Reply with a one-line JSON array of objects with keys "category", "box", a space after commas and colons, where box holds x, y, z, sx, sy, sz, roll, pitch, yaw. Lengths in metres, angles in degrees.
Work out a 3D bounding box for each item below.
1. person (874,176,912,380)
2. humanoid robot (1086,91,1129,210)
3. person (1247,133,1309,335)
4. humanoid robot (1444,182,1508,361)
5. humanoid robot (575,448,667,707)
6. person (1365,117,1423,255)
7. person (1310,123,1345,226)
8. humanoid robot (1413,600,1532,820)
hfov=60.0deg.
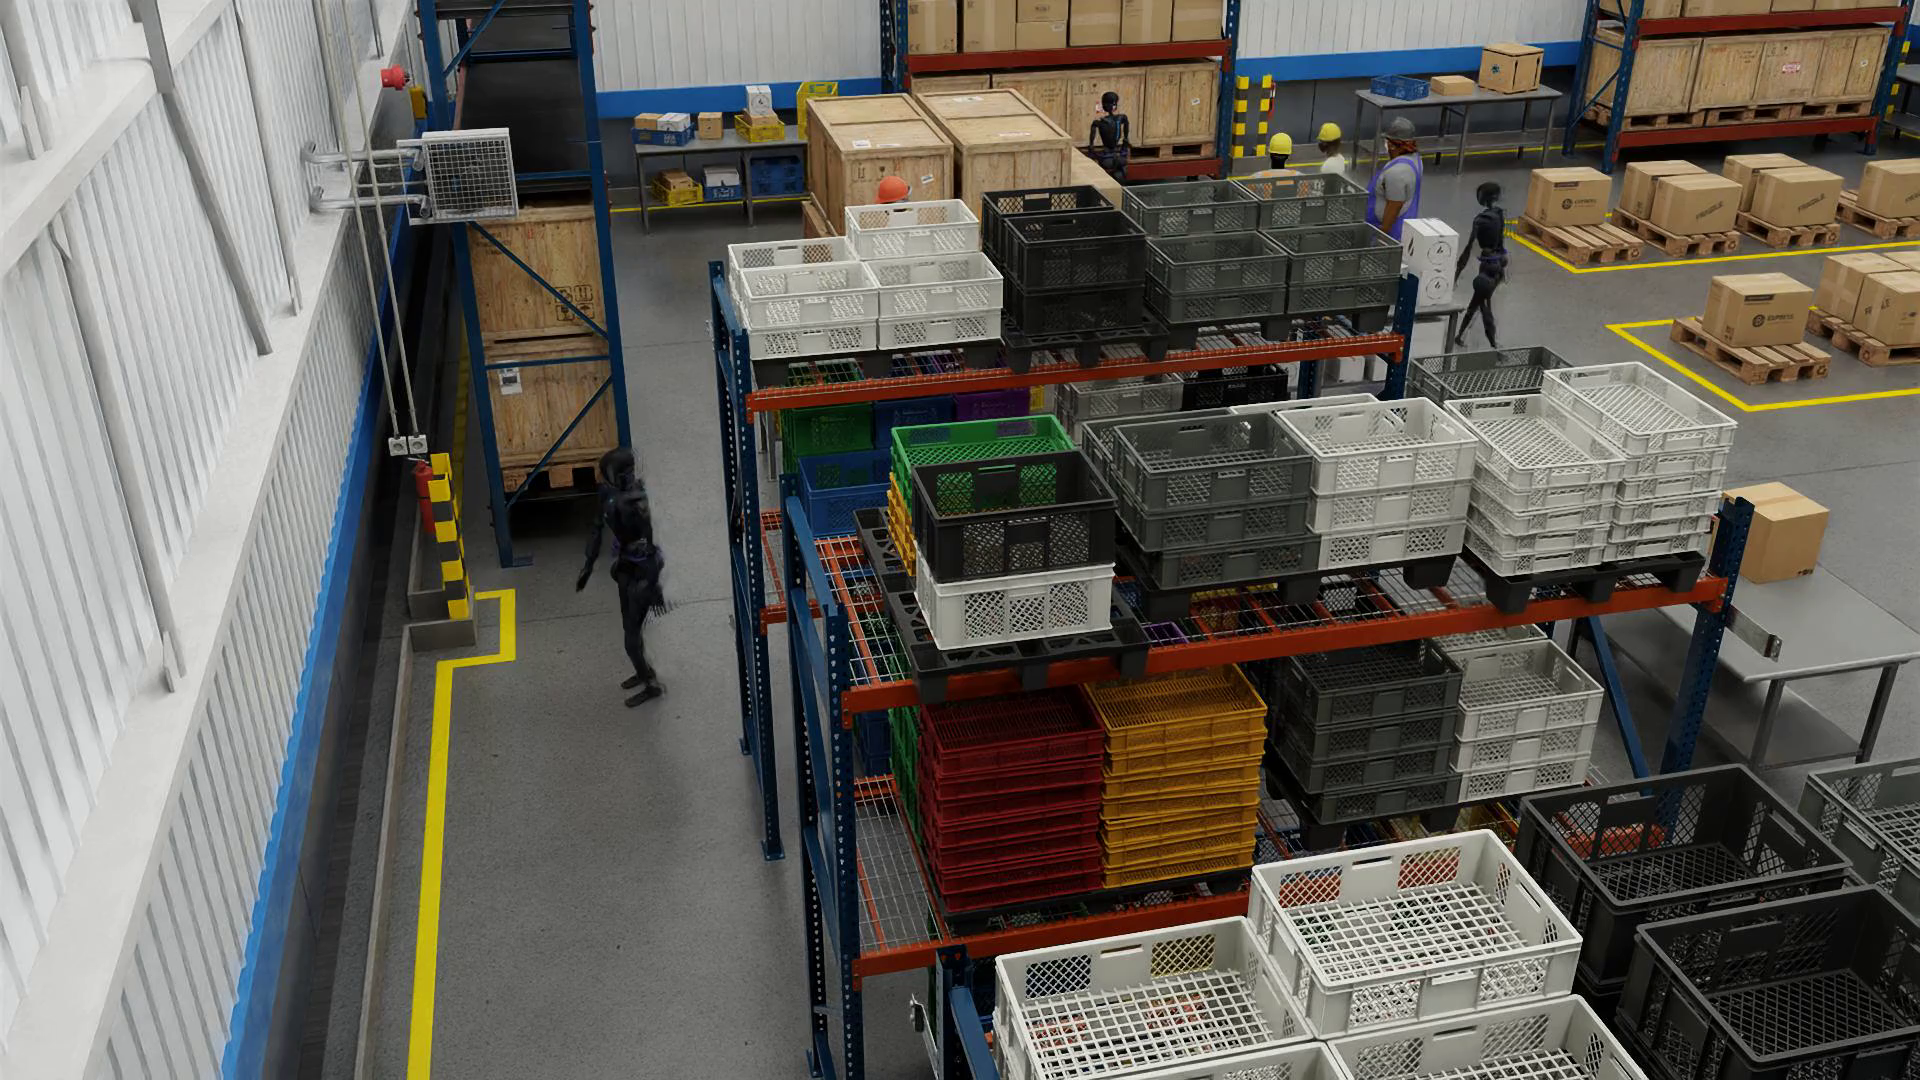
[{"category": "person", "box": [-0.527, -2.145, 14.276, 0.390, 1.985, 0.610, -8, 29, -15]}, {"category": "humanoid robot", "box": [1.632, -4.102, 18.311, 0.564, 1.654, 0.319, -16, 32, -27]}, {"category": "person", "box": [2.960, -2.881, 15.734, 0.585, 1.928, 0.367, 1, 28, 1]}, {"category": "humanoid robot", "box": [4.790, -2.477, 15.269, 0.712, 1.630, 0.562, 18, 32, 30]}, {"category": "humanoid robot", "box": [-2.052, 0.223, 10.106, 0.469, 1.642, 0.567, -19, 33, -32]}, {"category": "person", "box": [4.064, -3.014, 15.867, 0.536, 2.000, 0.674, 14, 31, 24]}, {"category": "person", "box": [3.627, -3.335, 16.806, 0.884, 1.722, 0.538, 12, 30, 21]}, {"category": "humanoid robot", "box": [2.861, 0.840, 8.997, 0.699, 1.639, 0.591, -8, 29, -15]}]
